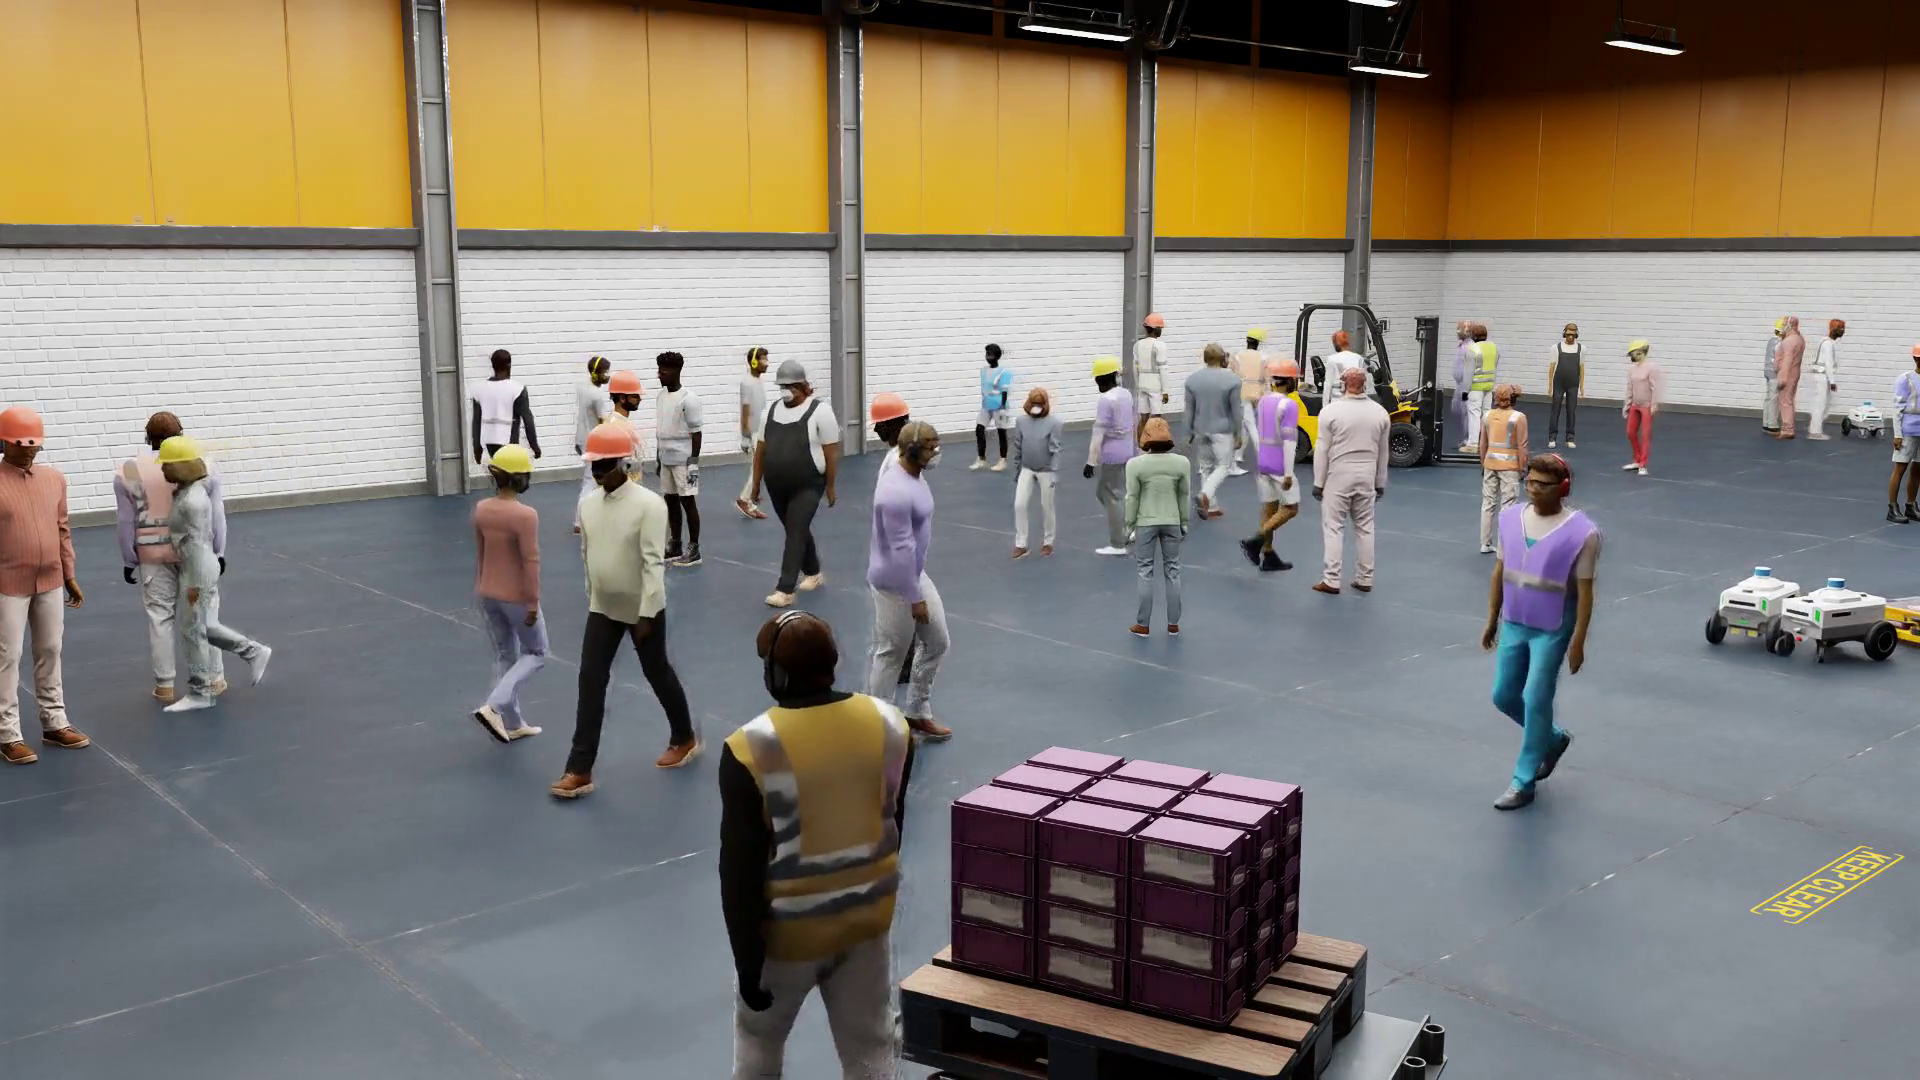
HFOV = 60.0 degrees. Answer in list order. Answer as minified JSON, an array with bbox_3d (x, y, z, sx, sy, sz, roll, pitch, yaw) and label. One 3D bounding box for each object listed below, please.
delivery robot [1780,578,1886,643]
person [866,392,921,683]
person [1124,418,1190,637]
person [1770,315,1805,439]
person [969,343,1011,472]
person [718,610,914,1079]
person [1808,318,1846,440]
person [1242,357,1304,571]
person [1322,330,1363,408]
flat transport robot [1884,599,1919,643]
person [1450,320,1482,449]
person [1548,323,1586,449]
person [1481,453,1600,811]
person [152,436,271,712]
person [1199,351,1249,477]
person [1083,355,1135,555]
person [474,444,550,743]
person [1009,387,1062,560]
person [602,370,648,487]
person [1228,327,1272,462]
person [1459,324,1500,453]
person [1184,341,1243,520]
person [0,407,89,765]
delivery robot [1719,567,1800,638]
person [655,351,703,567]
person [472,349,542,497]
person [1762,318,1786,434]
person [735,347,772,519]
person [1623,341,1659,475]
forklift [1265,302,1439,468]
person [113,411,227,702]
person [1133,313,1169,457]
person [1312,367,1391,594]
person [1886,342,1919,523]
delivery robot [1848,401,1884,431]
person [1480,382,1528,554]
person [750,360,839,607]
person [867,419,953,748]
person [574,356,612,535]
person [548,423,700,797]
[{"bbox_3d":[6.126,0.510,11.669,0.707,0.478,0.477,-4,11,-22],"label":"delivery robot"},{"bbox_3d":[-0.432,-0.013,10.989,0.367,1.930,0.542,0,10,-2],"label":"person"},{"bbox_3d":[1.458,-0.093,12.323,0.497,1.633,0.289,-2,10,-9],"label":"person"},{"bbox_3d":[12.765,-2.511,25.689,0.405,1.909,0.651,8,13,39],"label":"person"},{"bbox_3d":[0.375,-1.708,21.616,0.557,1.672,0.656,9,14,44],"label":"person"},{"bbox_3d":[-0.466,1.088,4.880,0.642,1.809,0.840,-6,11,-31],"label":"person"},{"bbox_3d":[13.280,-2.456,25.482,0.431,1.863,0.593,8,12,38],"label":"person"},{"bbox_3d":[2.770,-0.657,14.758,0.594,1.923,0.554,-5,11,-26],"label":"person"},{"bbox_3d":[4.981,-1.766,21.418,0.622,1.868,0.519,-6,11,-30],"label":"person"},{"bbox_3d":[7.435,0.572,12.409,1.431,0.197,0.652,-4,10,-22],"label":"flat transport robot"},{"bbox_3d":[7.405,-2.256,24.221,0.486,1.893,0.660,1,10,7],"label":"person"},{"bbox_3d":[8.875,-2.249,24.340,0.505,1.840,0.346,2,10,10],"label":"person"},{"bbox_3d":[2.983,0.453,8.543,0.595,1.832,0.592,-6,12,-34],"label":"person"},{"bbox_3d":[-4.676,0.201,10.360,0.584,1.722,0.491,-6,11,-30],"label":"person"},{"bbox_3d":[3.394,-1.599,21.174,0.758,1.606,0.541,4,10,20],"label":"person"},{"bbox_3d":[1.408,-0.787,15.612,0.425,1.901,0.591,4,11,23],"label":"person"},{"bbox_3d":[-2.606,0.327,9.525,0.525,1.755,0.468,7,12,34],"label":"person"},{"bbox_3d":[0.699,-0.616,15.452,0.515,1.605,0.651,5,11,26],"label":"person"},{"bbox_3d":[-2.599,-0.355,12.965,0.373,1.934,0.551,-3,10,-17],"label":"person"},{"bbox_3d":[3.939,-1.931,22.505,0.584,1.875,0.930,-1,10,-7],"label":"person"},{"bbox_3d":[7.426,-2.165,23.857,0.623,1.840,0.430,-6,11,-31],"label":"person"},{"bbox_3d":[2.651,-1.131,17.561,0.638,1.924,0.742,7,12,34],"label":"person"},{"bbox_3d":[-5.223,0.243,9.329,0.393,1.985,0.611,5,11,26],"label":"person"},{"bbox_3d":[5.813,0.439,12.083,0.477,0.478,0.707,10,14,44],"label":"delivery robot"},{"bbox_3d":[-2.582,-0.742,15.145,0.362,1.963,0.613,-9,13,-43],"label":"person"},{"bbox_3d":[-4.493,-0.955,16.626,0.597,1.887,0.911,4,10,22],"label":"person"},{"bbox_3d":[13.023,-2.612,26.483,0.404,1.834,0.591,2,10,12],"label":"person"},{"bbox_3d":[-2.163,-1.128,17.738,0.419,1.853,0.548,2,10,13],"label":"person"},{"bbox_3d":[8.860,-1.713,21.571,0.358,1.721,0.624,-3,10,-16],"label":"person"},{"bbox_3d":[5.320,-2.157,22.763,2.313,2.155,1.214,3,10,16],"label":"forklift"},{"bbox_3d":[-4.987,0.103,10.562,0.622,1.845,0.430,-5,11,-25],"label":"person"},{"bbox_3d":[2.629,-2.068,22.682,0.378,2.045,0.605,-7,12,-36],"label":"person"},{"bbox_3d":[3.266,-0.499,13.946,0.654,1.897,0.397,-3,10,-15],"label":"person"},{"bbox_3d":[10.109,-1.142,17.571,0.542,1.938,0.358,-3,10,-15],"label":"person"},{"bbox_3d":[14.087,-1.912,25.850,0.477,0.478,0.707,2,10,13],"label":"delivery robot"},{"bbox_3d":[5.098,-0.659,15.611,0.313,1.642,0.513,-6,12,-33],"label":"person"},{"bbox_3d":[-1.366,-0.524,13.651,0.694,2.000,1.039,5,11,27],"label":"person"},{"bbox_3d":[-0.261,0.268,9.412,0.614,1.914,0.634,2,10,14],"label":"person"},{"bbox_3d":[-3.679,-0.945,16.785,0.540,1.823,0.615,-4,10,-22],"label":"person"},{"bbox_3d":[-1.780,0.344,8.864,0.606,1.951,1.026,5,11,25],"label":"person"}]
